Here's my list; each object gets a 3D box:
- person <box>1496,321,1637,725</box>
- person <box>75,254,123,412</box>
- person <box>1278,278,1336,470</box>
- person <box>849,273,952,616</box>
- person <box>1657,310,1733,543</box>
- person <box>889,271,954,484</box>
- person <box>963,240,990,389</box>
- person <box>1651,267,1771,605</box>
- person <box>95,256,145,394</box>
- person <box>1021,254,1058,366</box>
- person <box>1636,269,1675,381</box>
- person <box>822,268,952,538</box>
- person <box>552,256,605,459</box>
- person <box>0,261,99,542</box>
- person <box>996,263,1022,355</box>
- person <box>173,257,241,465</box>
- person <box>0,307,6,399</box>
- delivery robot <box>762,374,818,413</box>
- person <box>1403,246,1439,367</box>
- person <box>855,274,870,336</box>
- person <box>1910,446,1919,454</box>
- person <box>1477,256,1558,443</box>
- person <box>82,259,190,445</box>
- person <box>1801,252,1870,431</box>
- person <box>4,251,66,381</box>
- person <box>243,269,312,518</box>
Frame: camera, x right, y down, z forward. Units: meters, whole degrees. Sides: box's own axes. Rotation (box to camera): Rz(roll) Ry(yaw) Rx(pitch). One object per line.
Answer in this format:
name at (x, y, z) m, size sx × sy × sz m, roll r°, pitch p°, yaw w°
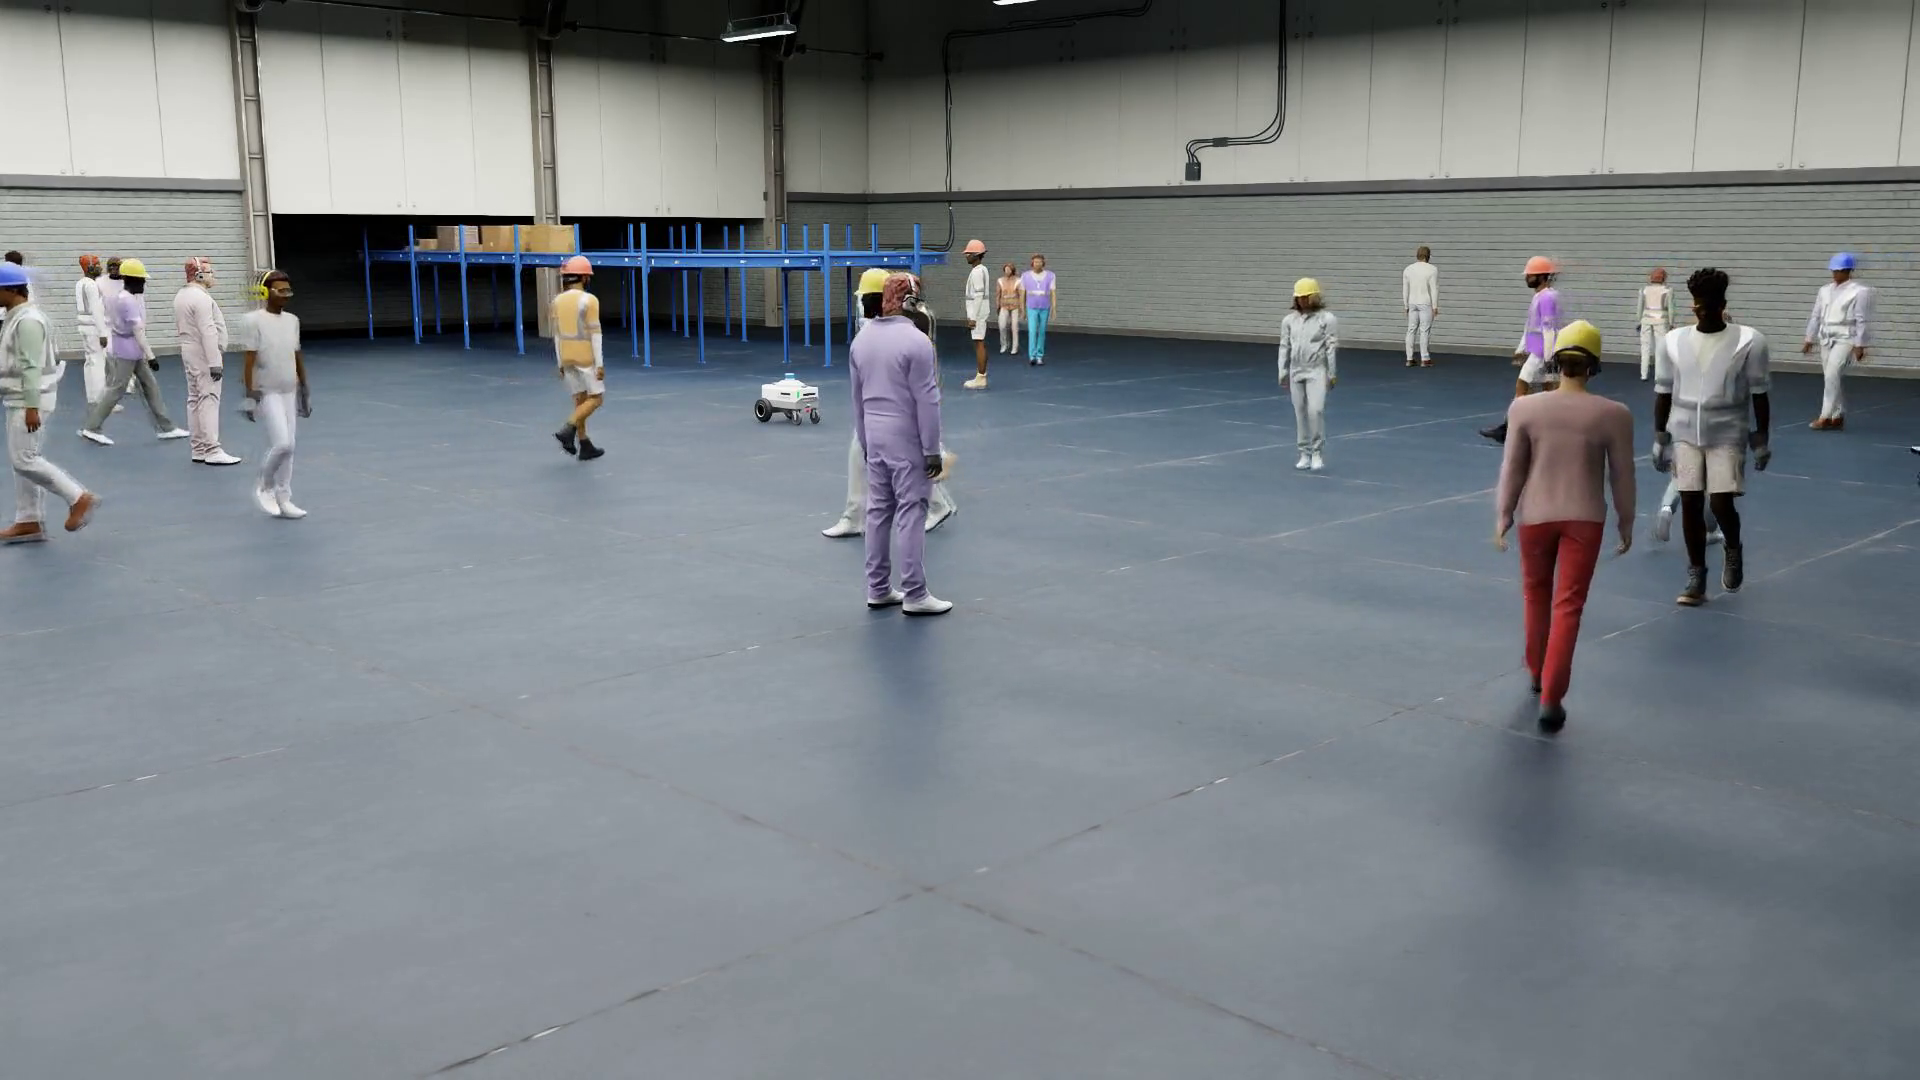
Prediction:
person at (2.698, -0.096, 7.372) m, size 0.555 × 1.727 × 0.835 m, roll 6°, pitch 12°, yaw 28°
person at (-10.409, -2.486, 20.025) m, size 0.355 × 1.880 × 0.573 m, roll -10°, pitch 14°, yaw -43°
person at (3.113, -1.488, 15.012) m, size 0.495 × 1.720 × 0.615 m, roll 6°, pitch 12°, yaw 31°
person at (-0.321, -0.539, 9.348) m, size 0.407 × 1.903 × 0.639 m, roll -10°, pitch 14°, yaw -43°
person at (5.044, -0.758, 11.325) m, size 0.654 × 1.608 × 0.508 m, roll -9°, pitch 14°, yaw -42°
person at (-0.405, -1.301, 13.723) m, size 0.527 × 1.821 × 0.625 m, roll -4°, pitch 11°, yaw -21°
person at (0.219, -3.124, 23.052) m, size 0.378 × 2.045 × 0.605 m, roll 1°, pitch 10°, yaw 7°
person at (4.310, -0.595, 9.569) m, size 0.625 × 1.936 × 0.546 m, roll 9°, pitch 14°, yaw 41°
person at (-11.257, -2.877, 22.289) m, size 0.652 × 1.829 × 0.446 m, roll -2°, pitch 11°, yaw -13°
person at (1.281, -3.716, 26.940) m, size 0.591 × 1.793 × 0.955 m, roll 0°, pitch 10°, yaw -1°
person at (10.147, -3.127, 24.250) m, size 0.568 × 1.622 × 0.315 m, roll 7°, pitch 13°, yaw 35°
person at (-0.487, -0.972, 11.748) m, size 0.953 × 1.892 × 0.598 m, roll -5°, pitch 12°, yaw -27°
person at (-3.619, -1.709, 15.674) m, size 0.566 × 1.919 × 0.564 m, roll 6°, pitch 12°, yaw 31°
person at (-6.421, -0.950, 11.489) m, size 0.561 × 1.934 × 0.634 m, roll -8°, pitch 13°, yaw -39°
person at (0.893, -4.115, 29.617) m, size 0.529 × 1.622 × 0.454 m, roll 3°, pitch 11°, yaw 16°
person at (-7.004, -1.662, 15.451) m, size 0.406 × 1.910 × 0.639 m, roll -10°, pitch 14°, yaw -43°
person at (-12.433, -2.592, 21.211) m, size 0.538 × 1.655 × 0.883 m, roll -3°, pitch 11°, yaw -17°
delivery robot at (-1.938, -1.656, 18.973) m, size 0.477 × 0.478 × 0.707 m, roll -10°, pitch 14°, yaw -44°
person at (7.474, -3.790, 26.973) m, size 0.371 × 1.941 × 0.627 m, roll -10°, pitch 14°, yaw -43°
person at (-1.214, -2.950, 23.299) m, size 0.806 × 1.606 × 0.527 m, roll -10°, pitch 14°, yaw -44°
person at (9.684, -1.698, 15.829) m, size 1.053 × 1.857 × 0.655 m, roll -2°, pitch 11°, yaw -11°
person at (5.786, -1.923, 16.928) m, size 0.969 × 1.887 × 0.563 m, roll 3°, pitch 11°, yaw 17°
person at (-8.492, -1.914, 16.963) m, size 1.045 × 1.882 × 0.593 m, roll -5°, pitch 12°, yaw -26°
person at (9.428, -2.144, 18.062) m, size 0.791 × 1.921 × 0.614 m, roll -3°, pitch 11°, yaw -17°
person at (-13.075, -3.100, 23.340) m, size 0.743 × 1.899 × 0.596 m, roll -6°, pitch 12°, yaw -29°
person at (-5.073, -1.083, 12.433) m, size 0.383 × 1.855 × 0.565 m, roll 4°, pitch 11°, yaw 22°
